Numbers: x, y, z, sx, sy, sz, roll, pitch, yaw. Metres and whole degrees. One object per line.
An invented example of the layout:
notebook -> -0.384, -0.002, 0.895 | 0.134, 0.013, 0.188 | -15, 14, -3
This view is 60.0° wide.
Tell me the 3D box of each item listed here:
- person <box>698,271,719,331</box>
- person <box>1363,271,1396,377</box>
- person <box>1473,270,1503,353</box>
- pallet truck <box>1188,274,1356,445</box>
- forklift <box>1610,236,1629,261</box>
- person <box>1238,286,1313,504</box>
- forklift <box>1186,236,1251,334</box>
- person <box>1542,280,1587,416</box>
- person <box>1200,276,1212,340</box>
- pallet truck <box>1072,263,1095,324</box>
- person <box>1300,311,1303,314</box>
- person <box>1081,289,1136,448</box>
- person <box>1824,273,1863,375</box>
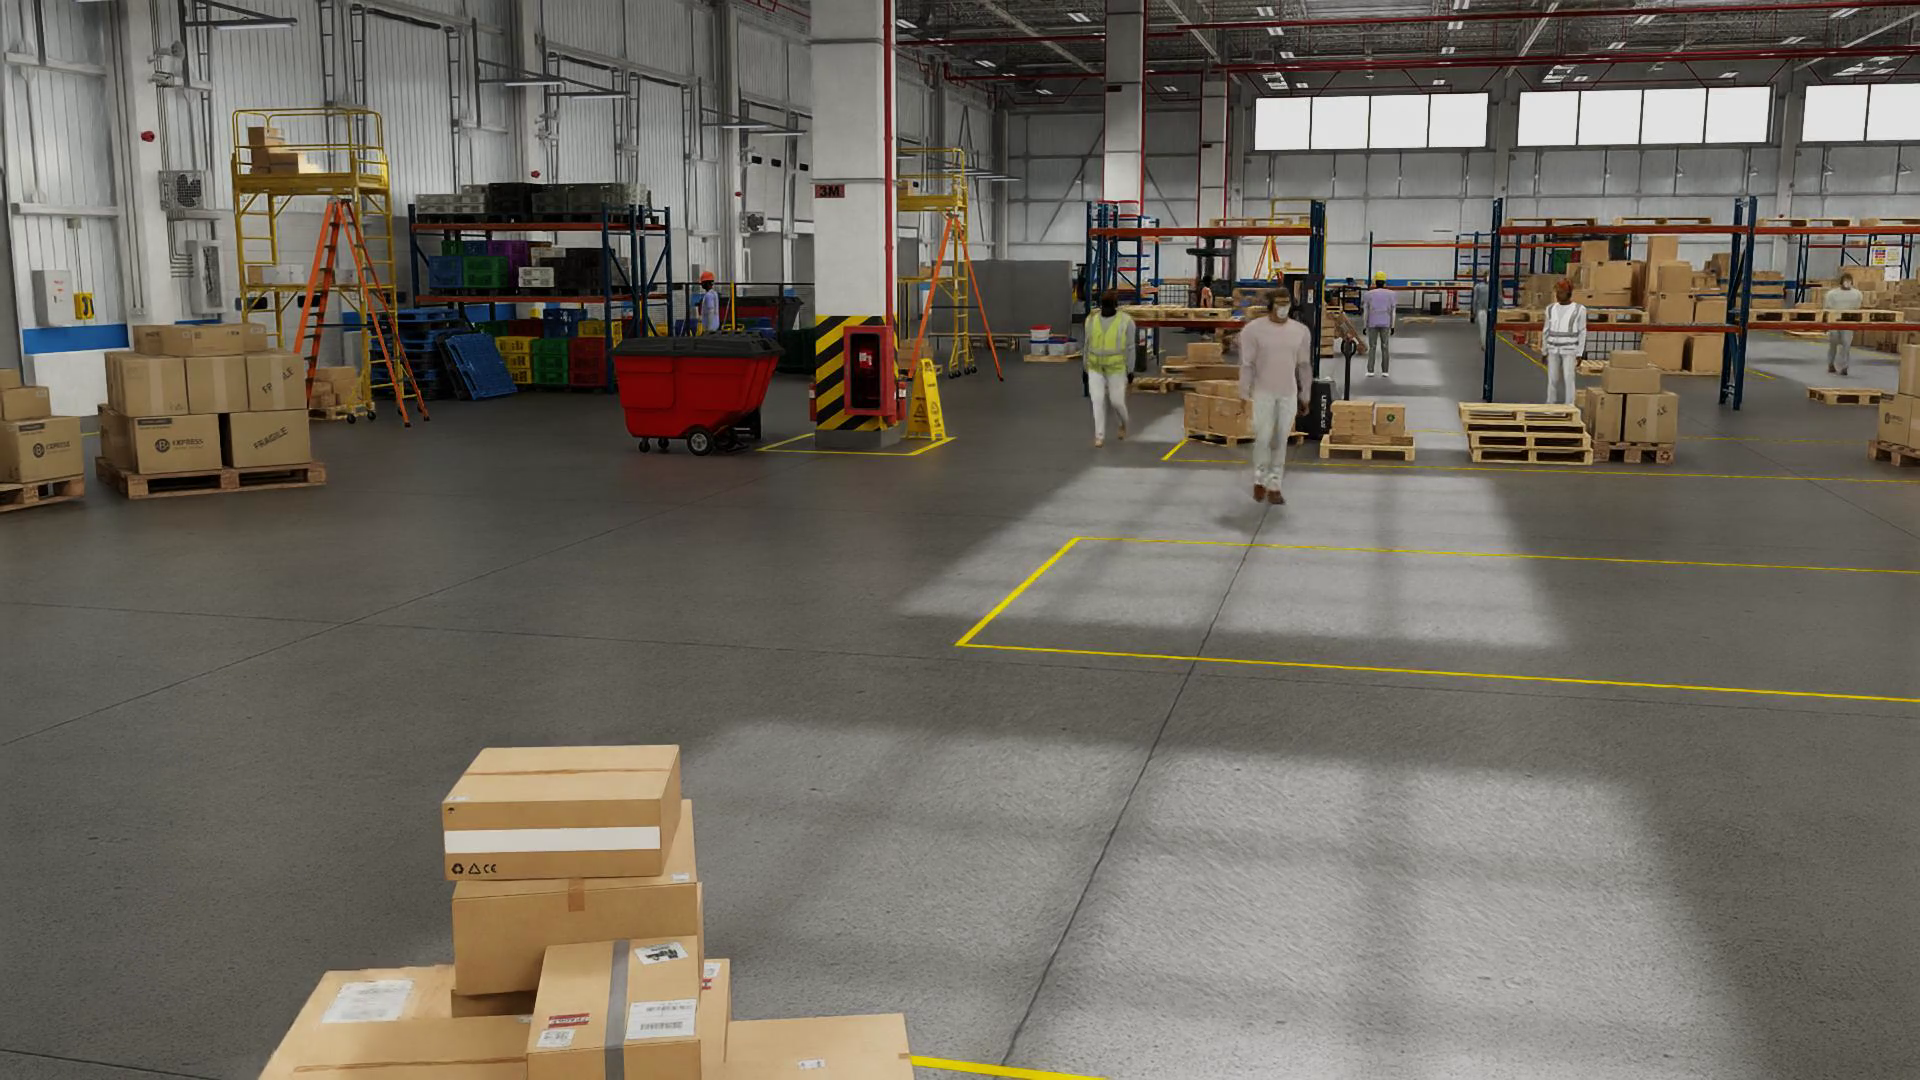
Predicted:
person -> -4.463, -3.792, 29.508 | 0.364, 1.934, 0.552 | 0, 10, -2
person -> 7.664, -3.946, 30.433 | 0.588, 1.930, 0.363 | 1, 10, 6
person -> 12.179, -5.285, 38.415 | 0.642, 1.903, 0.990 | 1, 10, 6
pallet truck -> 3.653, -2.138, 19.590 | 1.885, 1.965, 0.823 | -4, 10, -20
forklift -> 20.278, -7.973, 51.347 | 1.873, 2.768, 1.129 | 5, 11, 29
person -> 2.789, -1.263, 14.638 | 0.653, 1.927, 0.453 | -2, 10, -9
forklift -> 7.390, -7.238, 47.019 | 1.129, 2.768, 1.873 | 8, 13, 40
person -> 7.899, -2.457, 21.799 | 0.357, 1.884, 0.574 | -9, 13, -41
person -> 6.500, -6.114, 43.883 | 0.319, 1.697, 0.532 | 3, 10, 15
pallet truck -> 4.325, -8.180, 55.162 | 0.823, 1.965, 1.885 | 6, 11, 31
person -> 6.704, -4.092, 31.860 | 0.484, 1.739, 0.320 | -8, 13, -40
person -> 1.717, -1.982, 19.194 | 0.623, 1.822, 0.546 | 4, 10, 21
person -> 16.501, -4.049, 31.135 | 0.638, 1.898, 1.010 | 3, 10, 18
